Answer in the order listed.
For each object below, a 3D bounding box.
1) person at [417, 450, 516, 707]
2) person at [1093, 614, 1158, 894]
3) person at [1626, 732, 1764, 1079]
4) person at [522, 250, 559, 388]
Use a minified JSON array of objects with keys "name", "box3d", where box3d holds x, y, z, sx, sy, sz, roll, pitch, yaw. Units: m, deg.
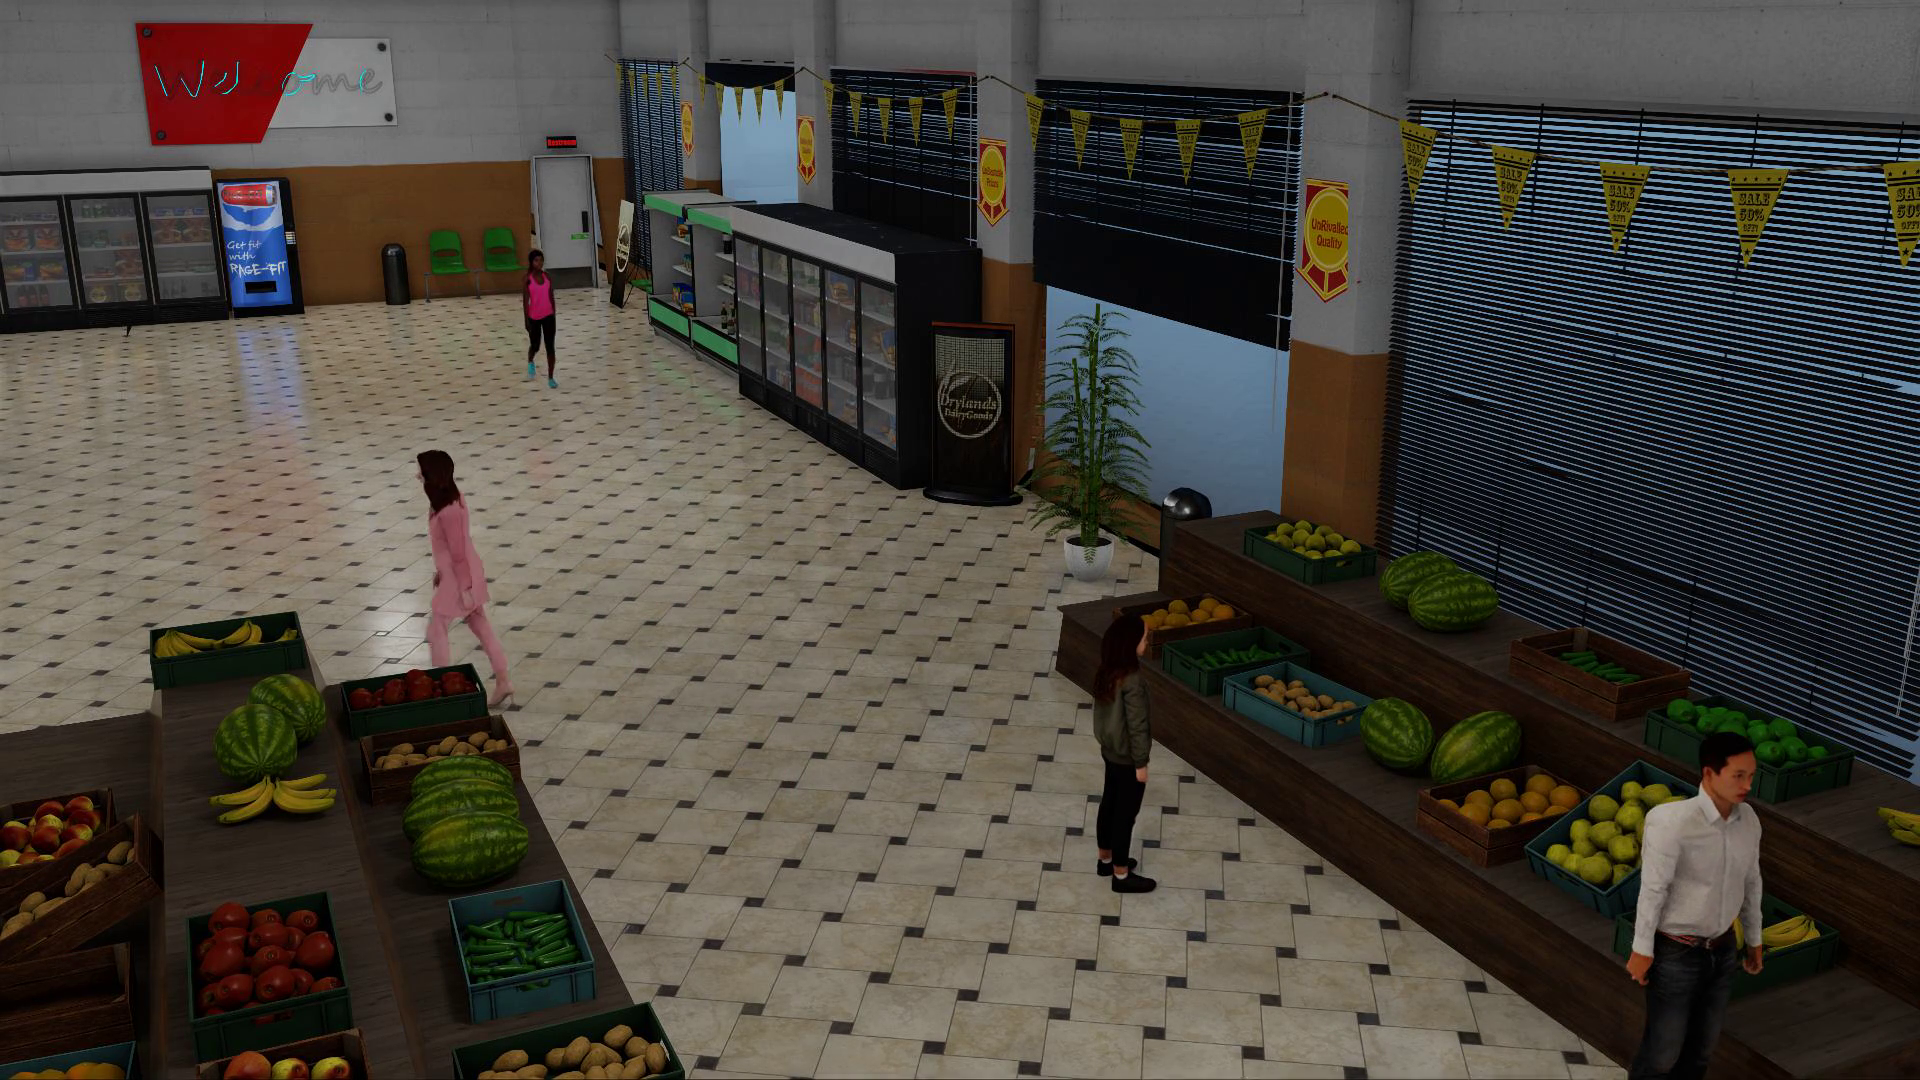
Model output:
[{"name":"person","box3d":[-3.119,0.288,10.676,0.875,1.768,0.916,-1,17,-4]},{"name":"person","box3d":[0.840,1.084,8.554,0.663,1.477,0.486,-5,18,-16]},{"name":"person","box3d":[2.789,1.557,6.430,0.725,1.806,0.639,-6,18,-18]},{"name":"person","box3d":[-5.295,-2.781,20.896,0.611,1.702,1.004,-10,19,-29]}]
